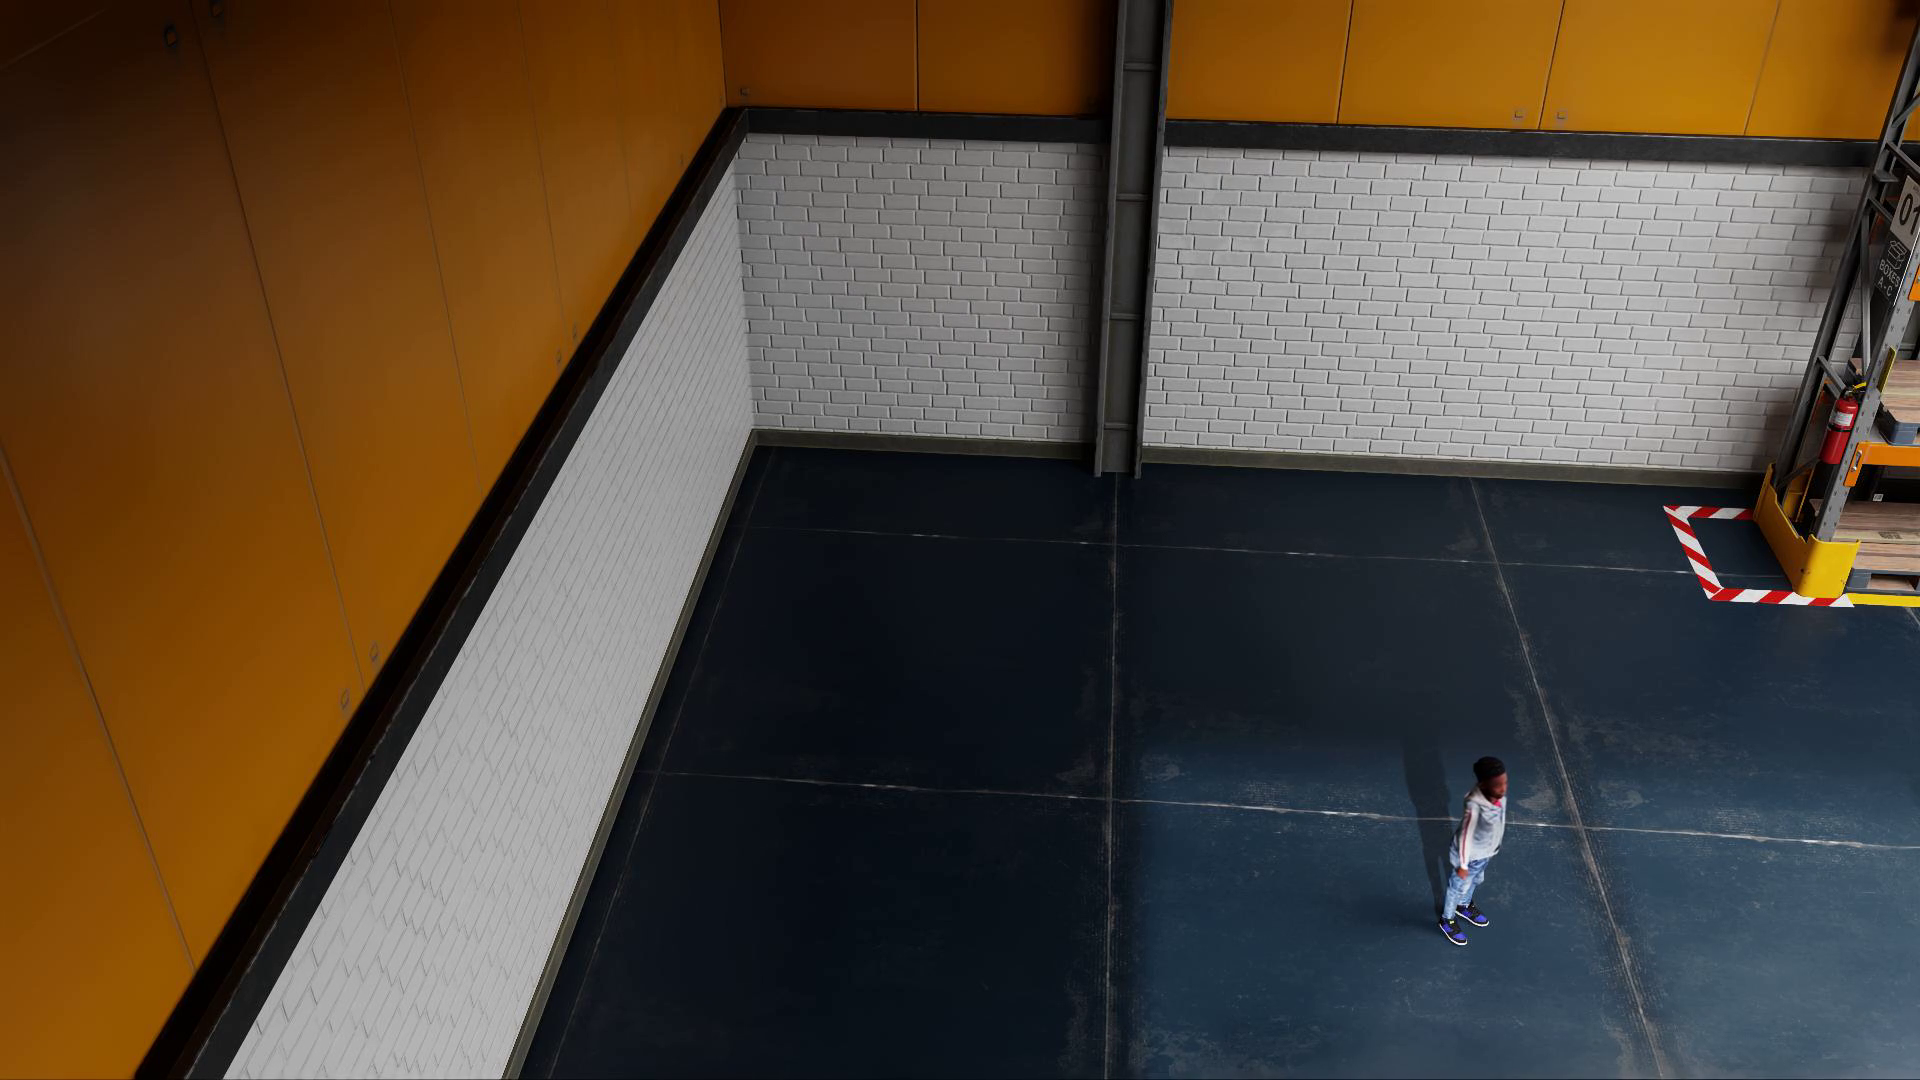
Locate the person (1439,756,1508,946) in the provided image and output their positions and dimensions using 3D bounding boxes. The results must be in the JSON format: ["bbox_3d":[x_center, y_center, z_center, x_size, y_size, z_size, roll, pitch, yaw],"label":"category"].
[{"bbox_3d":[2.972,1.753,9.592,0.571,1.261,0.629,-26,41,-33],"label":"person"}]
